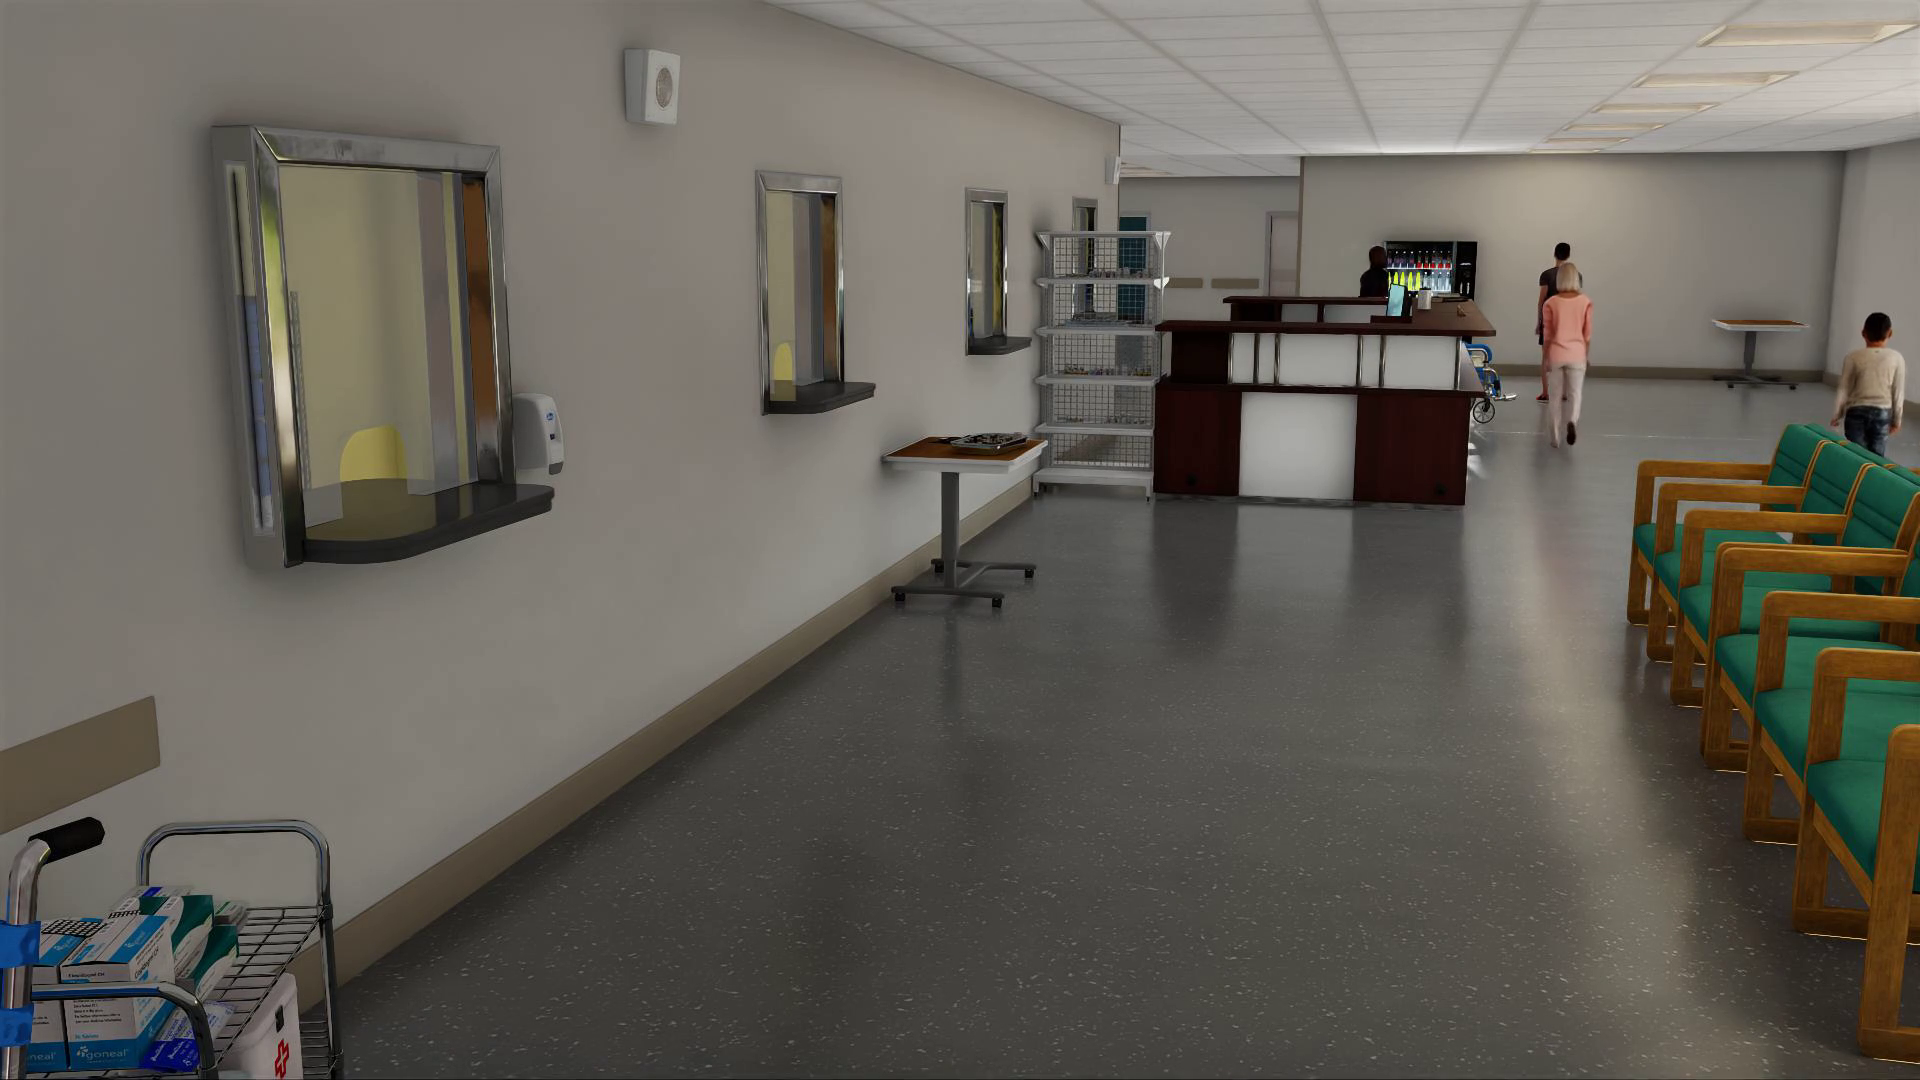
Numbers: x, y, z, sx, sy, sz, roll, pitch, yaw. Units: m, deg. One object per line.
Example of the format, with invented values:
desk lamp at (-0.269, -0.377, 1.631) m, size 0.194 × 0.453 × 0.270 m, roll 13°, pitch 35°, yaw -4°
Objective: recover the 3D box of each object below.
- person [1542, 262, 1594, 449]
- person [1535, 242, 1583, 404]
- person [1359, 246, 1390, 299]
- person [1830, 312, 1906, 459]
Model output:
person at (5.561, -1.671, 15.227) m, size 0.802 × 1.711 × 0.680 m, roll 2°, pitch 11°, yaw 12°
person at (6.971, -2.532, 19.385) m, size 0.528 × 1.853 × 0.733 m, roll 1°, pitch 11°, yaw 7°
person at (4.553, -2.384, 18.762) m, size 1.147 × 1.794 × 0.778 m, roll 4°, pitch 11°, yaw 20°
person at (6.244, -0.813, 11.413) m, size 0.682 × 1.447 × 0.617 m, roll 2°, pitch 11°, yaw 11°
